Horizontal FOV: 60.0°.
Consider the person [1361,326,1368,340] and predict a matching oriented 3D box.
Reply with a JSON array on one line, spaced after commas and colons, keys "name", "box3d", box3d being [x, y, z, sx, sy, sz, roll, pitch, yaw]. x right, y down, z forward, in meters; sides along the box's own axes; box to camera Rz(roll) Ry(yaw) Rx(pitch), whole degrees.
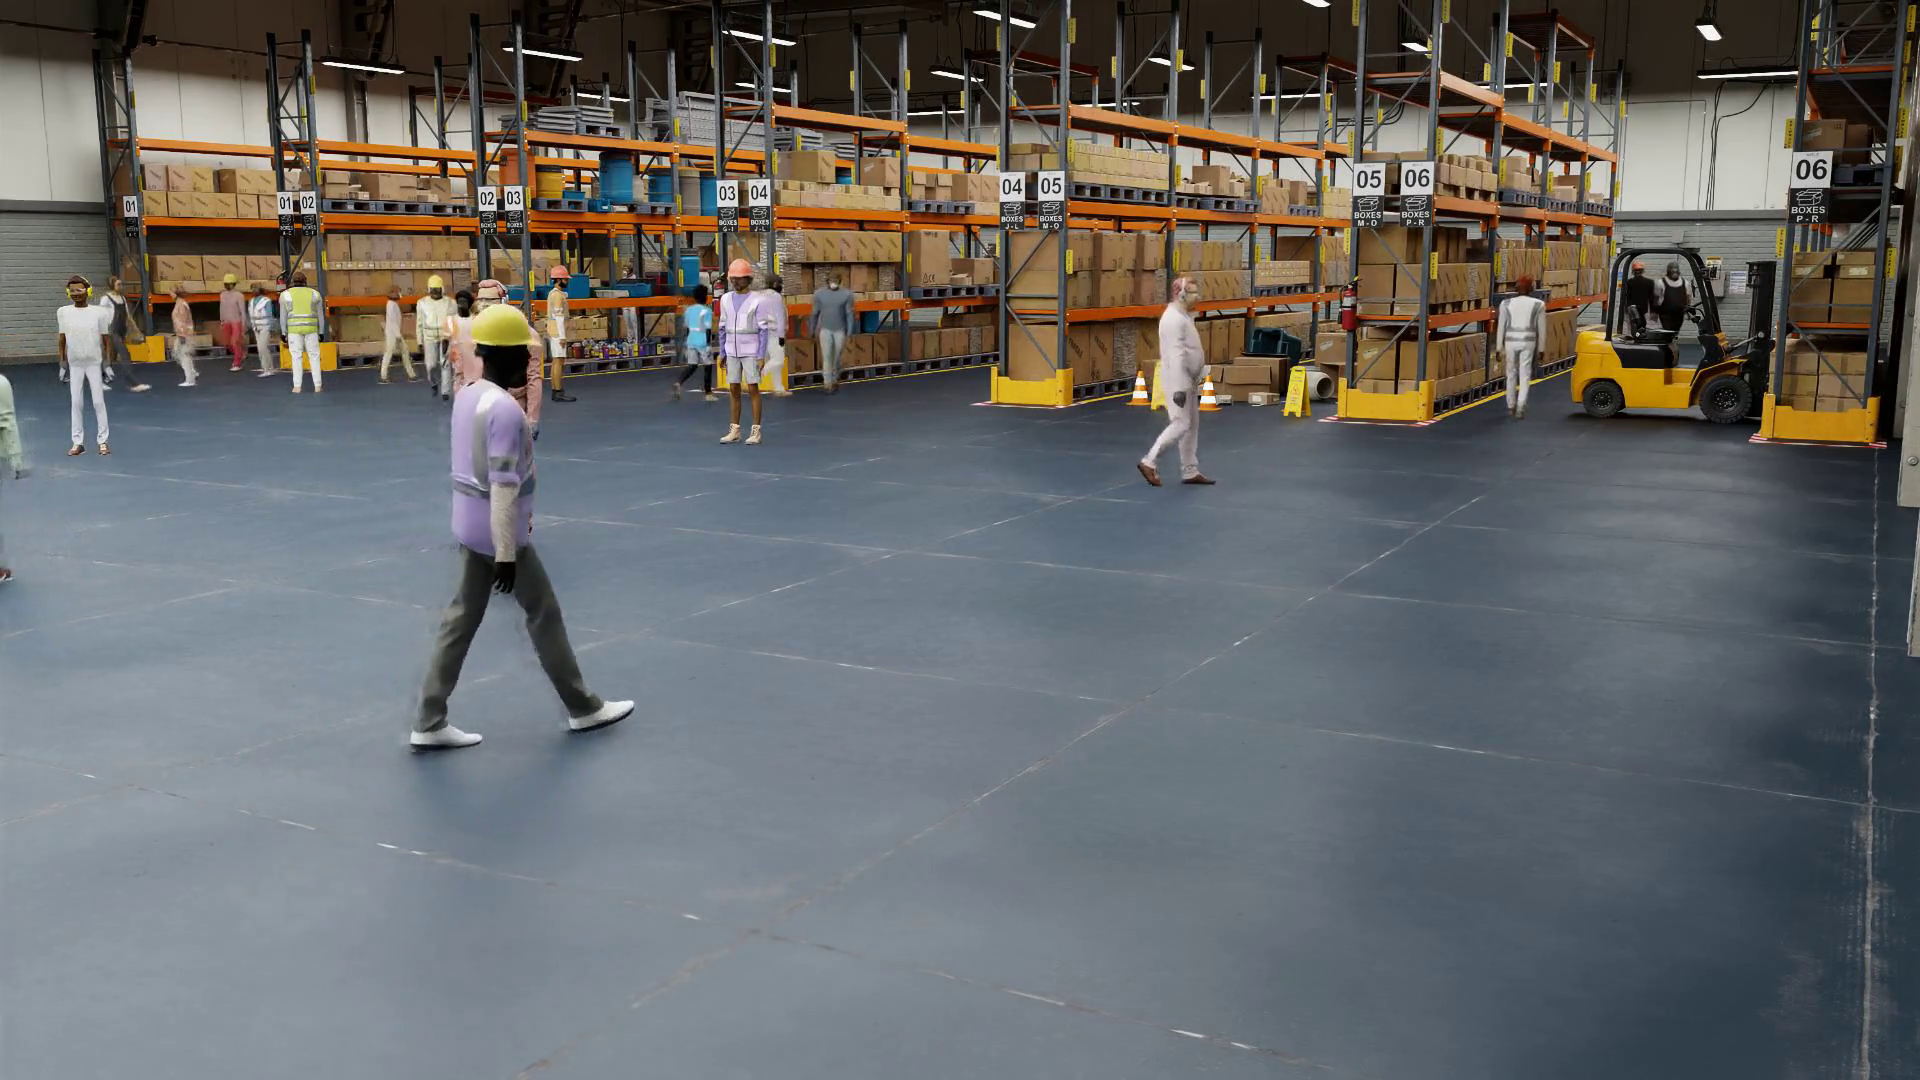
[{"name": "person", "box3d": [9.011, -5.074, 36.489, 0.509, 1.860, 0.333, 2, 10, 13]}]

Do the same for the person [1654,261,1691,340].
[{"name": "person", "box3d": [14.230, -4.619, 33.283, 0.695, 2.000, 0.995, 0, 10, 1]}]

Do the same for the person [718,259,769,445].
[{"name": "person", "box3d": [-2.399, -2.064, 18.318, 0.608, 2.044, 0.371, 4, 10, 22]}]

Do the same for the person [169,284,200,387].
[{"name": "person", "box3d": [-12.365, -3.245, 26.428, 0.368, 1.621, 0.539, -6, 11, -30]}]

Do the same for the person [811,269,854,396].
[{"name": "person", "box3d": [-1.922, -3.147, 25.113, 0.647, 1.904, 0.923, -1, 10, -6]}]

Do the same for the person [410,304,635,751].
[{"name": "person", "box3d": [-1.917, -0.053, 7.036, 0.980, 1.871, 0.604, -7, 12, -36]}]

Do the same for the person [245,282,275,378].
[{"name": "person", "box3d": [-11.977, -3.578, 28.391, 0.512, 1.620, 0.621, 6, 11, 30]}]

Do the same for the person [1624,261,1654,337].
[{"name": "person", "box3d": [13.520, -4.580, 33.226, 0.650, 1.977, 0.432, 4, 10, 21]}]

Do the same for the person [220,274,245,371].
[{"name": "person", "box3d": [-13.152, -3.932, 30.065, 0.543, 1.754, 0.381, 3, 10, 16]}]

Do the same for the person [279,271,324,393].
[{"name": "person", "box3d": [-10.028, -3.167, 25.364, 0.633, 1.842, 0.429, -5, 11, -28]}]

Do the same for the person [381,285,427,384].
[{"name": "person", "box3d": [-9.084, -3.334, 27.023, 0.787, 1.596, 0.532, -1, 10, -9]}]

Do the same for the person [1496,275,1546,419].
[{"name": "person", "box3d": [7.208, -2.483, 21.381, 0.589, 1.850, 0.936, 4, 10, 21]}]

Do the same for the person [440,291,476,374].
[{"name": "person", "box3d": [-6.005, -2.183, 20.149, 0.540, 1.647, 0.880, 0, 10, 3]}]

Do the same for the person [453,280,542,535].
[{"name": "person", "box3d": [-3.268, -0.870, 11.724, 0.638, 1.910, 0.407, 1, 10, 8]}]

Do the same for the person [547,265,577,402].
[{"name": "person", "box3d": [-5.708, -2.943, 23.770, 0.368, 1.939, 0.542, -4, 10, -21]}]

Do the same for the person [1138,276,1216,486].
[{"name": "person", "box3d": [1.981, -1.418, 14.996, 0.583, 1.905, 0.676, 3, 10, 17]}]

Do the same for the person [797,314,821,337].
[{"name": "person", "box3d": [-2.831, -4.319, 32.072, 0.672, 1.848, 1.014, 6, 12, 33]}]

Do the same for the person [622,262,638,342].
[{"name": "person", "box3d": [-7.115, -5.034, 36.012, 0.629, 1.939, 0.371, 9, 13, 43]}]

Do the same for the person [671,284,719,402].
[{"name": "person", "box3d": [-3.729, -2.759, 23.455, 0.544, 1.680, 0.666, 8, 12, 38]}]

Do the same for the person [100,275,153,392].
[{"name": "person", "box3d": [-12.930, -3.150, 25.442, 0.995, 1.798, 0.510, 0, 10, 1]}]

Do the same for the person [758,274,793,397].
[{"name": "person", "box3d": [-2.815, -2.994, 24.451, 0.664, 1.811, 0.675, -4, 11, -24]}]

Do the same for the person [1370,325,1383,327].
[{"name": "person", "box3d": [8.595, -4.785, 34.262, 0.380, 2.039, 0.607, -6, 11, -31]}]

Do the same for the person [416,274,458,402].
[{"name": "person", "box3d": [-7.460, -2.886, 23.800, 0.603, 1.817, 0.556, -2, 10, -14]}]

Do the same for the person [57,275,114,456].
[{"name": "person", "box3d": [-9.125, -1.813, 17.351, 0.518, 1.874, 0.330, -3, 10, -16]}]

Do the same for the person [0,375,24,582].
[{"name": "person", "box3d": [-6.151, -0.488, 10.349, 0.528, 1.610, 0.542, 2, 10, 14]}]
